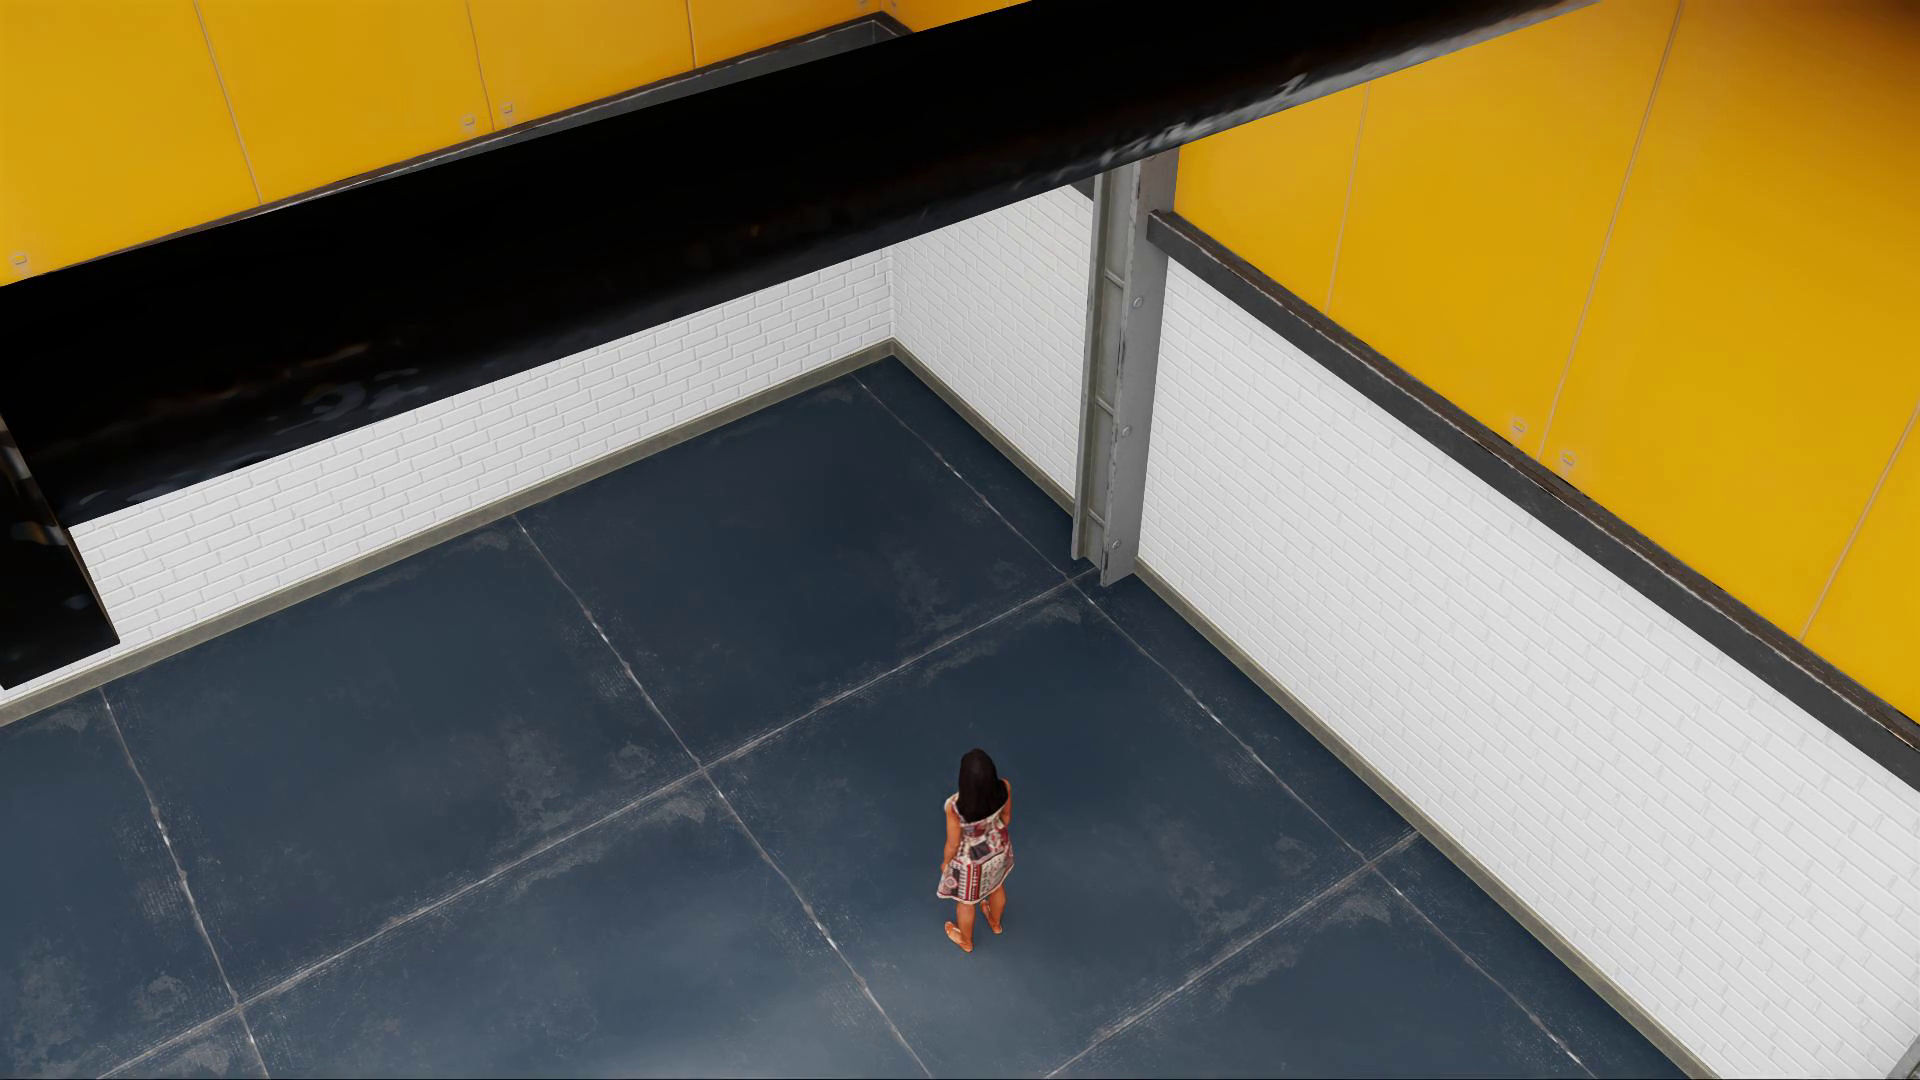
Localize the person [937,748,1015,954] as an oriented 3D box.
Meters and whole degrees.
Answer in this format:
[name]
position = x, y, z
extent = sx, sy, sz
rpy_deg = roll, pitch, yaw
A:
[person]
position = 0.099, 1.733, 9.283
extent = 0.646, 1.645, 0.513
rpy_deg = -25, 49, -24
